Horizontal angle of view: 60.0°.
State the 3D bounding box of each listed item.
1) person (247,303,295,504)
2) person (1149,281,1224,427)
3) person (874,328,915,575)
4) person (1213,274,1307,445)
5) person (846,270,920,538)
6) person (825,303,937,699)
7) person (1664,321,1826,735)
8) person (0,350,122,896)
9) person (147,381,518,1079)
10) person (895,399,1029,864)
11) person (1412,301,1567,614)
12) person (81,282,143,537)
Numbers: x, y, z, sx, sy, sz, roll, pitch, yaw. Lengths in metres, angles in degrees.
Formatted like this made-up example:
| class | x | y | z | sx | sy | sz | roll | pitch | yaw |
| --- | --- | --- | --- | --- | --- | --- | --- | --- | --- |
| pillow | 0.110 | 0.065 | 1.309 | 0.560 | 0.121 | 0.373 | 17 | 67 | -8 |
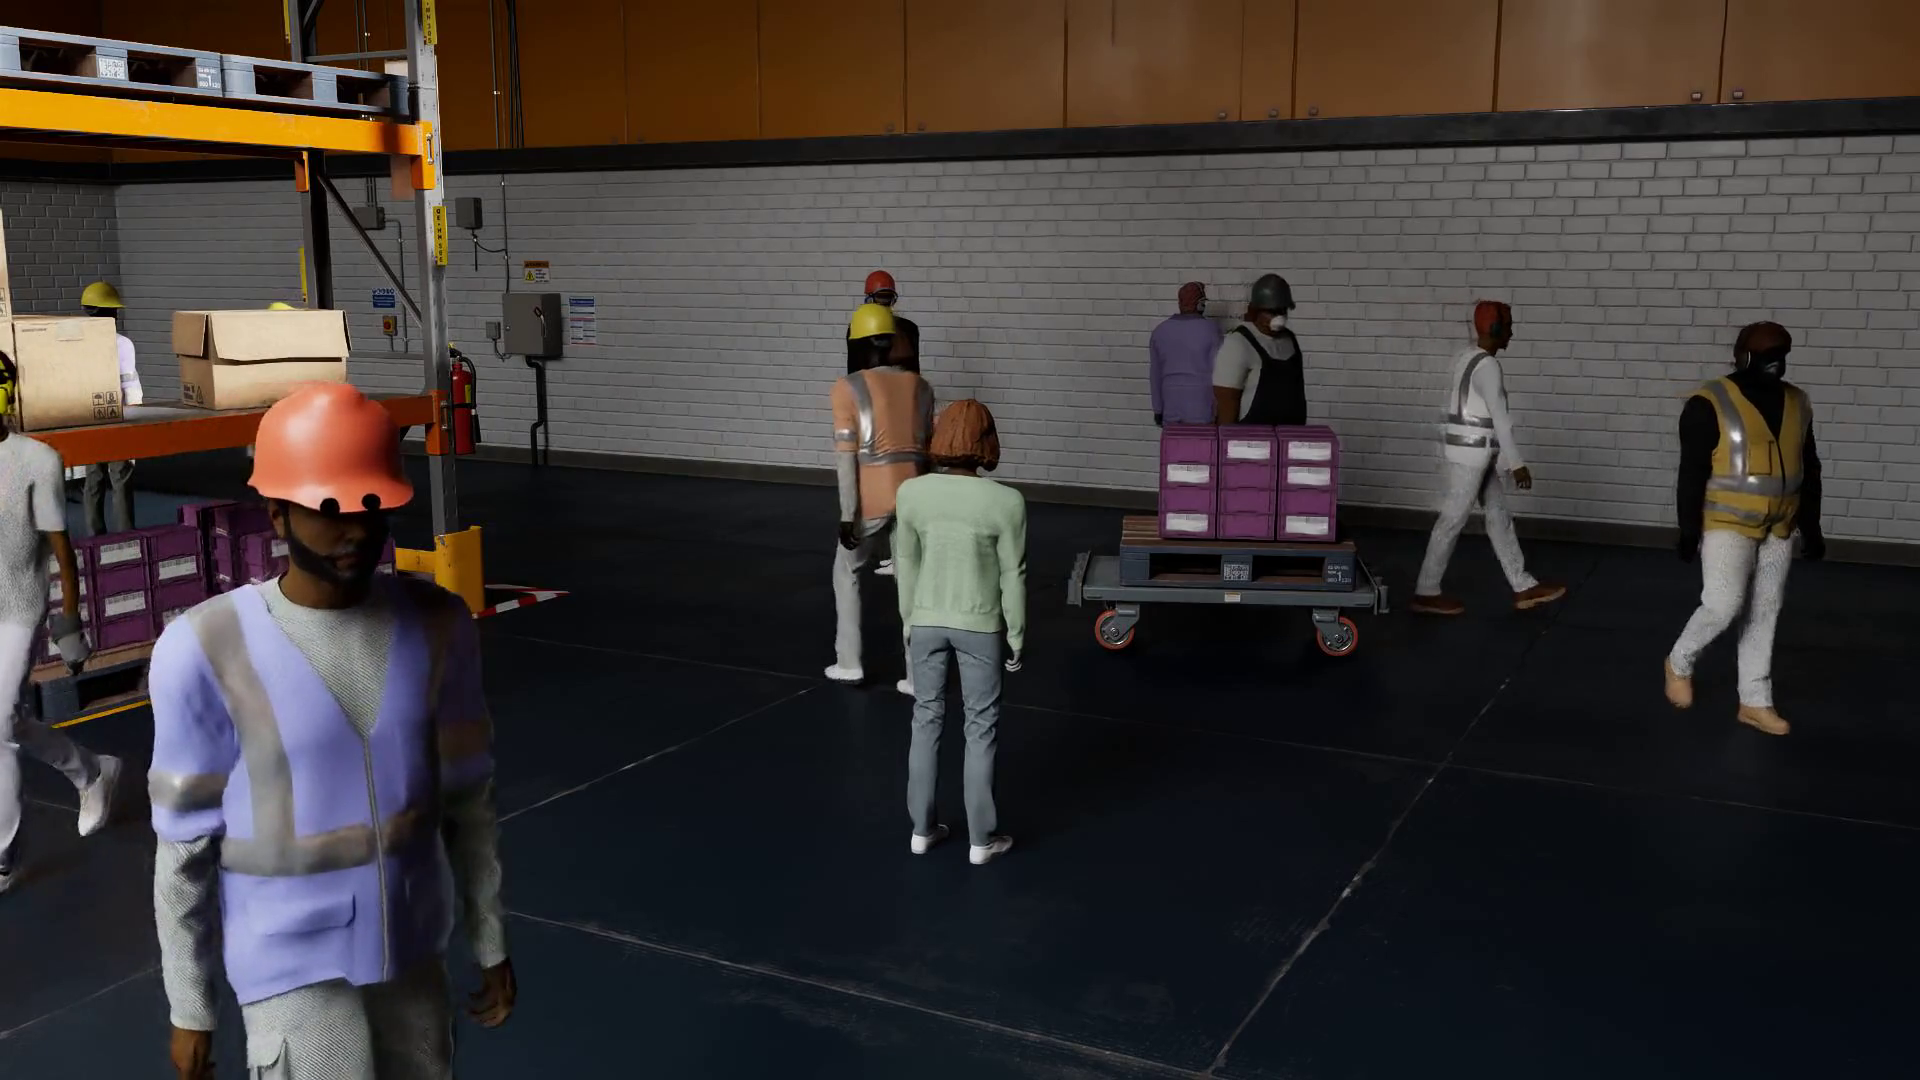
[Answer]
| class | x | y | z | sx | sy | sz | roll | pitch | yaw |
| --- | --- | --- | --- | --- | --- | --- | --- | --- | --- |
| person | -4.204 | -0.581 | 10.502 | 0.605 | 1.814 | 0.433 | -1 | 10 | -5 |
| person | 1.773 | -1.020 | 12.764 | 0.637 | 1.911 | 0.403 | 8 | 12 | 37 |
| person | -0.430 | -0.587 | 11.050 | 0.271 | 1.632 | 0.508 | 1 | 10 | 5 |
| person | 1.870 | -0.651 | 10.245 | 0.709 | 2.000 | 0.683 | -9 | 13 | -41 |
| person | -0.587 | -1.010 | 12.455 | 0.624 | 1.992 | 0.390 | -6 | 11 | -30 |
| person | -0.384 | -0.187 | 8.028 | 0.602 | 1.881 | 0.763 | -7 | 12 | -35 |
| person | 3.524 | -0.063 | 7.450 | 0.653 | 1.830 | 0.536 | -3 | 10 | -15 |
| person | -3.188 | 0.250 | 5.619 | 0.533 | 1.846 | 0.824 | 3 | 10 | 15 |
| person | -1.015 | 0.694 | 2.801 | 0.398 | 1.922 | 0.567 | 9 | 13 | 41 |
| person | 0.004 | 0.320 | 5.830 | 0.494 | 1.624 | 0.279 | 4 | 11 | 21 |
| person | 3.136 | -0.460 | 9.729 | 0.969 | 1.829 | 0.594 | 2 | 10 | 10 |
| person | -5.848 | -0.799 | 11.429 | 0.595 | 1.925 | 0.371 | 3 | 10 | 15 |
